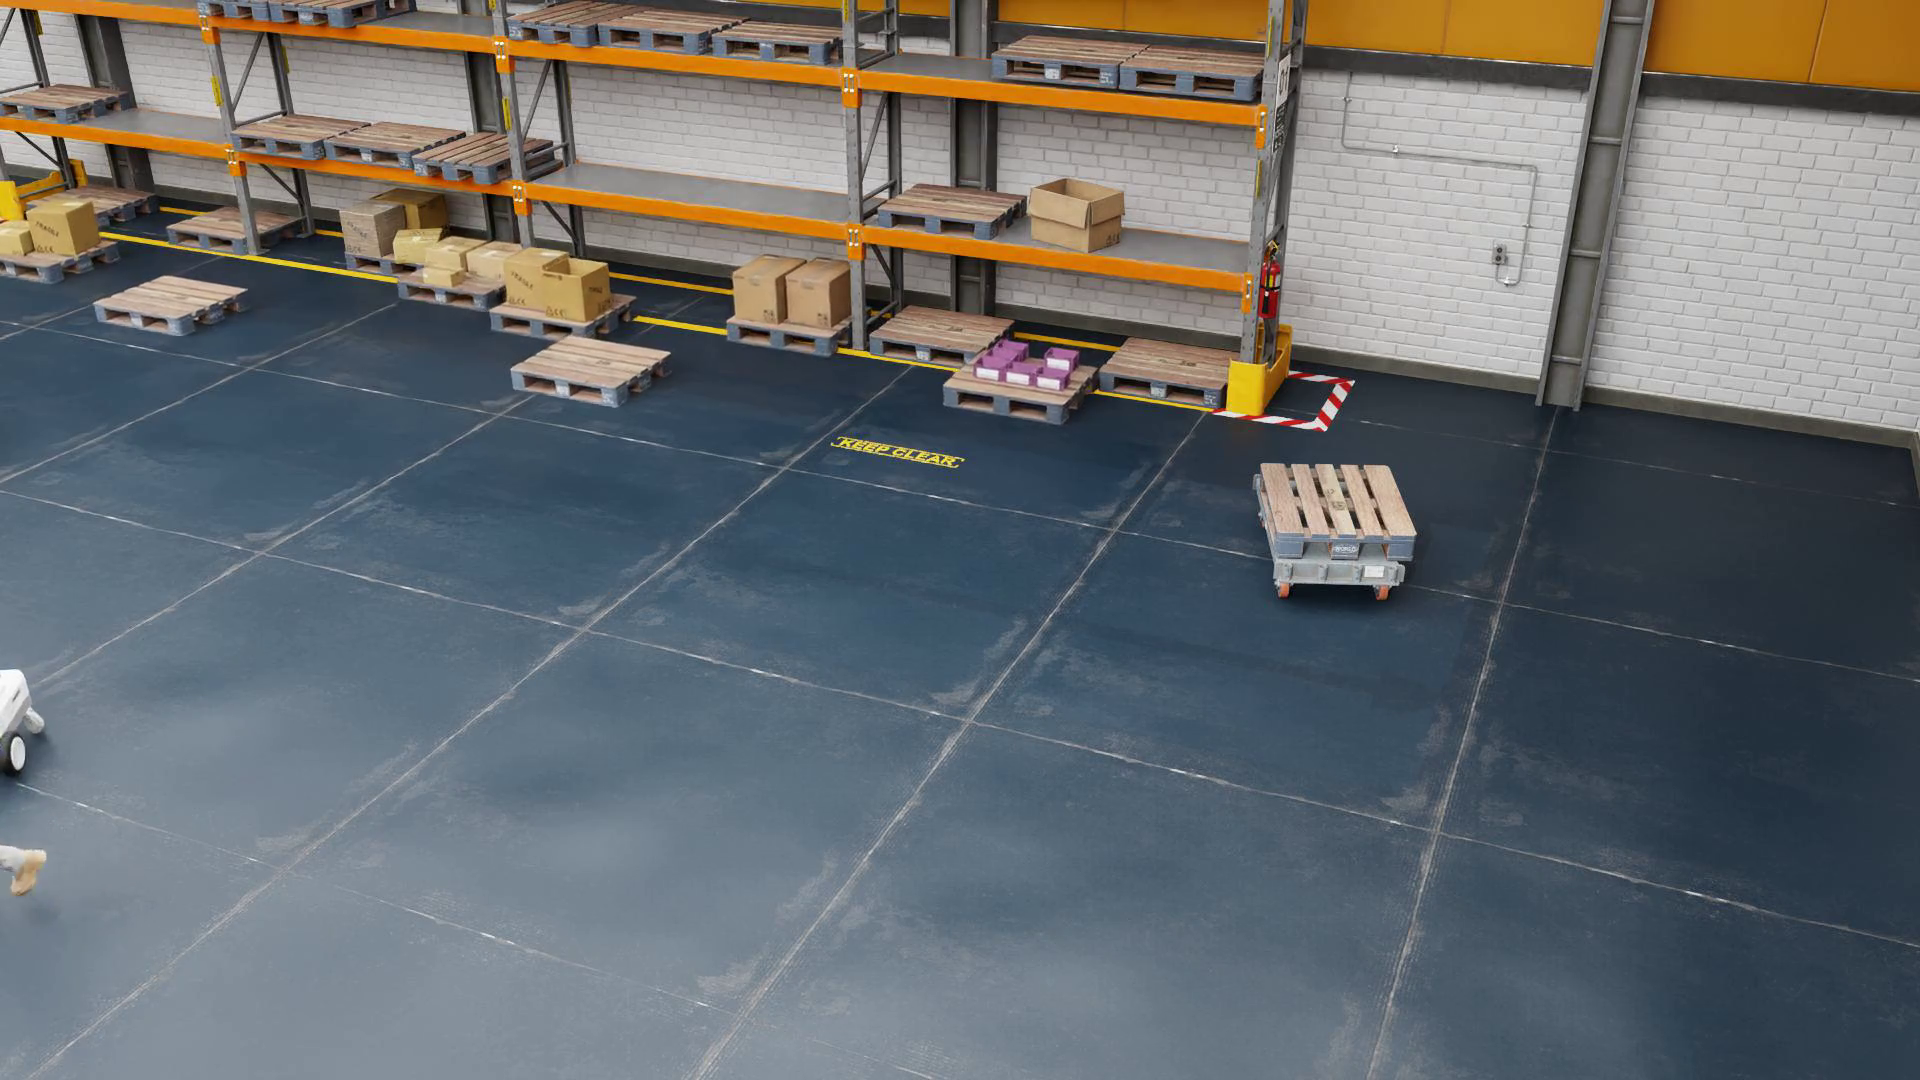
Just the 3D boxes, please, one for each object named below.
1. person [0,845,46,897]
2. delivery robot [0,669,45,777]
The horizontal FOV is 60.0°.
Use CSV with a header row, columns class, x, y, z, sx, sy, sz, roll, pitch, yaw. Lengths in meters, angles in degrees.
class,x,y,z,sx,sy,sz,roll,pitch,yaw
person,-5.405,1.229,8.827,0.575,1.859,0.467,-14,30,-25
delivery robot,-6.110,1.147,10.401,0.501,0.600,0.771,-4,28,-8
